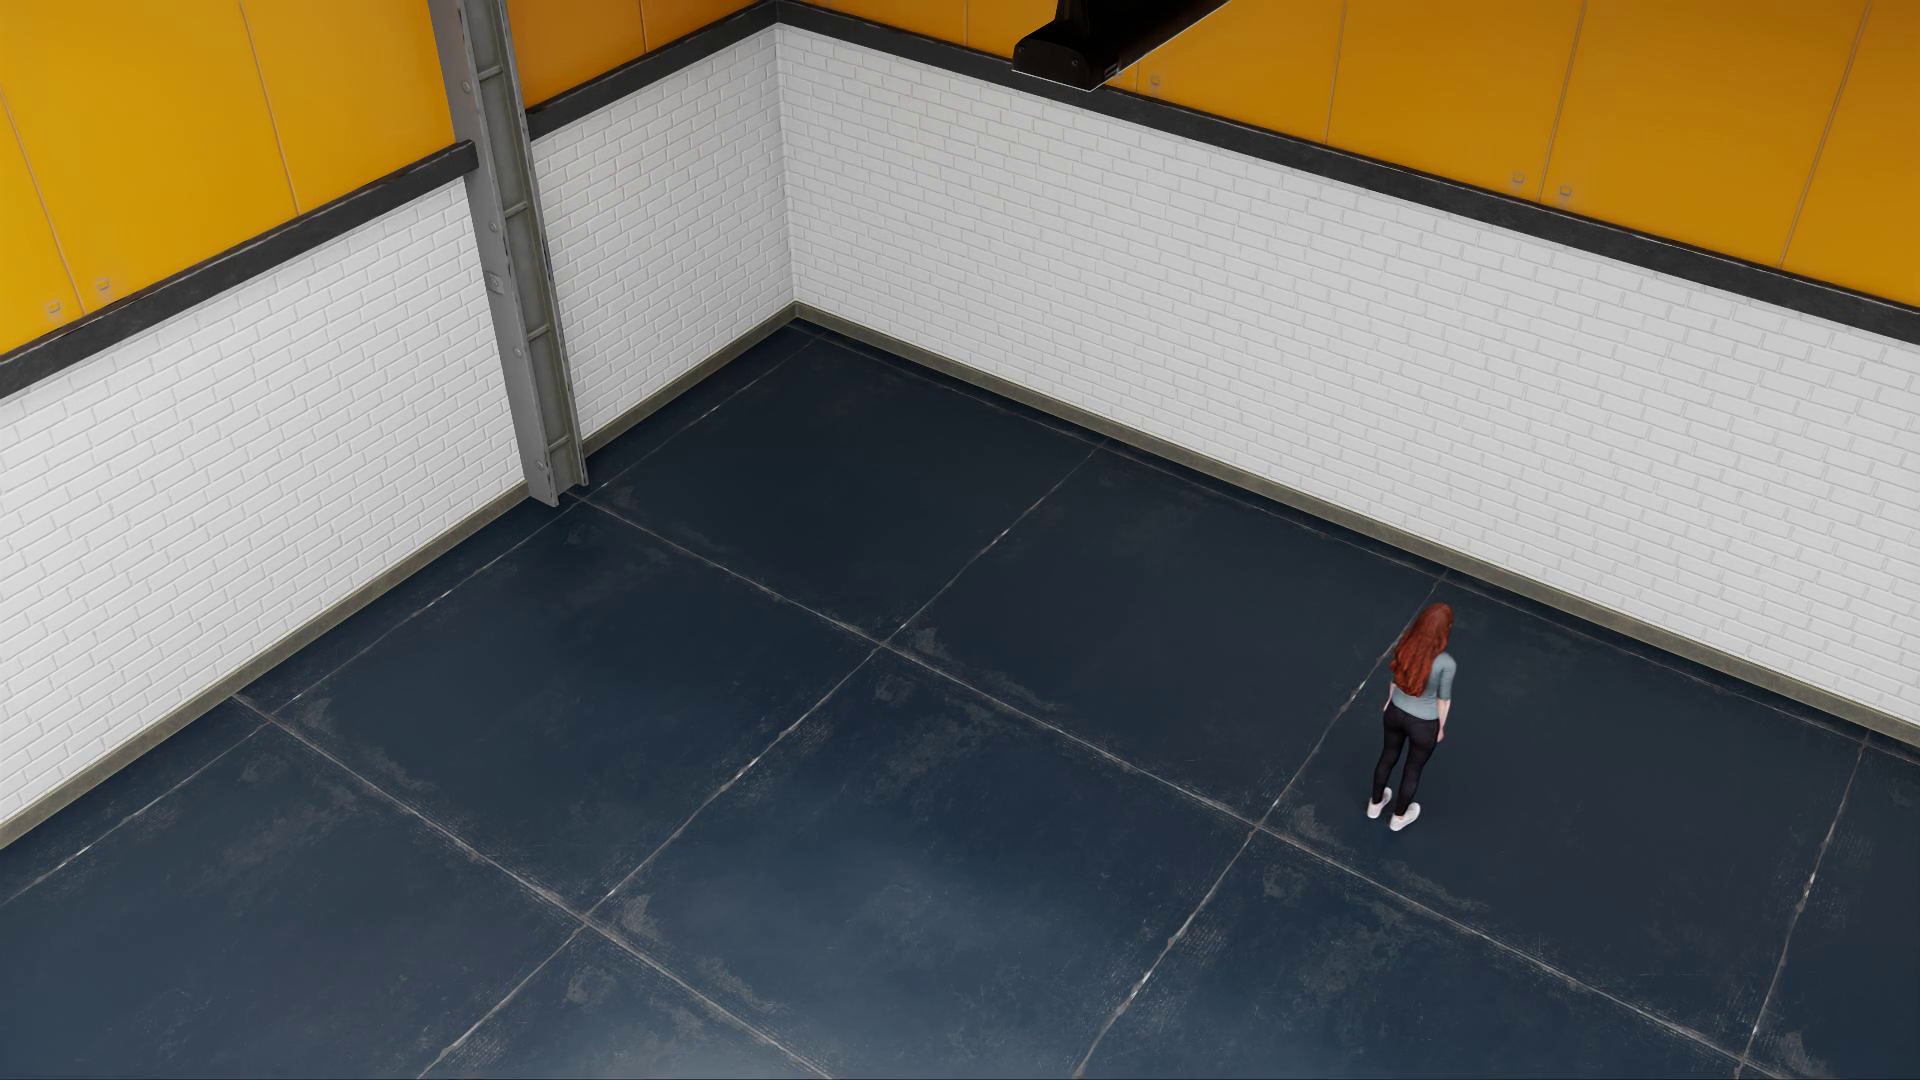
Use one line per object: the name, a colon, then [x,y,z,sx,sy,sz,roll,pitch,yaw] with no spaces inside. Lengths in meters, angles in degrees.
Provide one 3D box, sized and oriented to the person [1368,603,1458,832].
person: [2.758,1.086,10.122,0.611,1.742,0.617,-28,46,-31]
